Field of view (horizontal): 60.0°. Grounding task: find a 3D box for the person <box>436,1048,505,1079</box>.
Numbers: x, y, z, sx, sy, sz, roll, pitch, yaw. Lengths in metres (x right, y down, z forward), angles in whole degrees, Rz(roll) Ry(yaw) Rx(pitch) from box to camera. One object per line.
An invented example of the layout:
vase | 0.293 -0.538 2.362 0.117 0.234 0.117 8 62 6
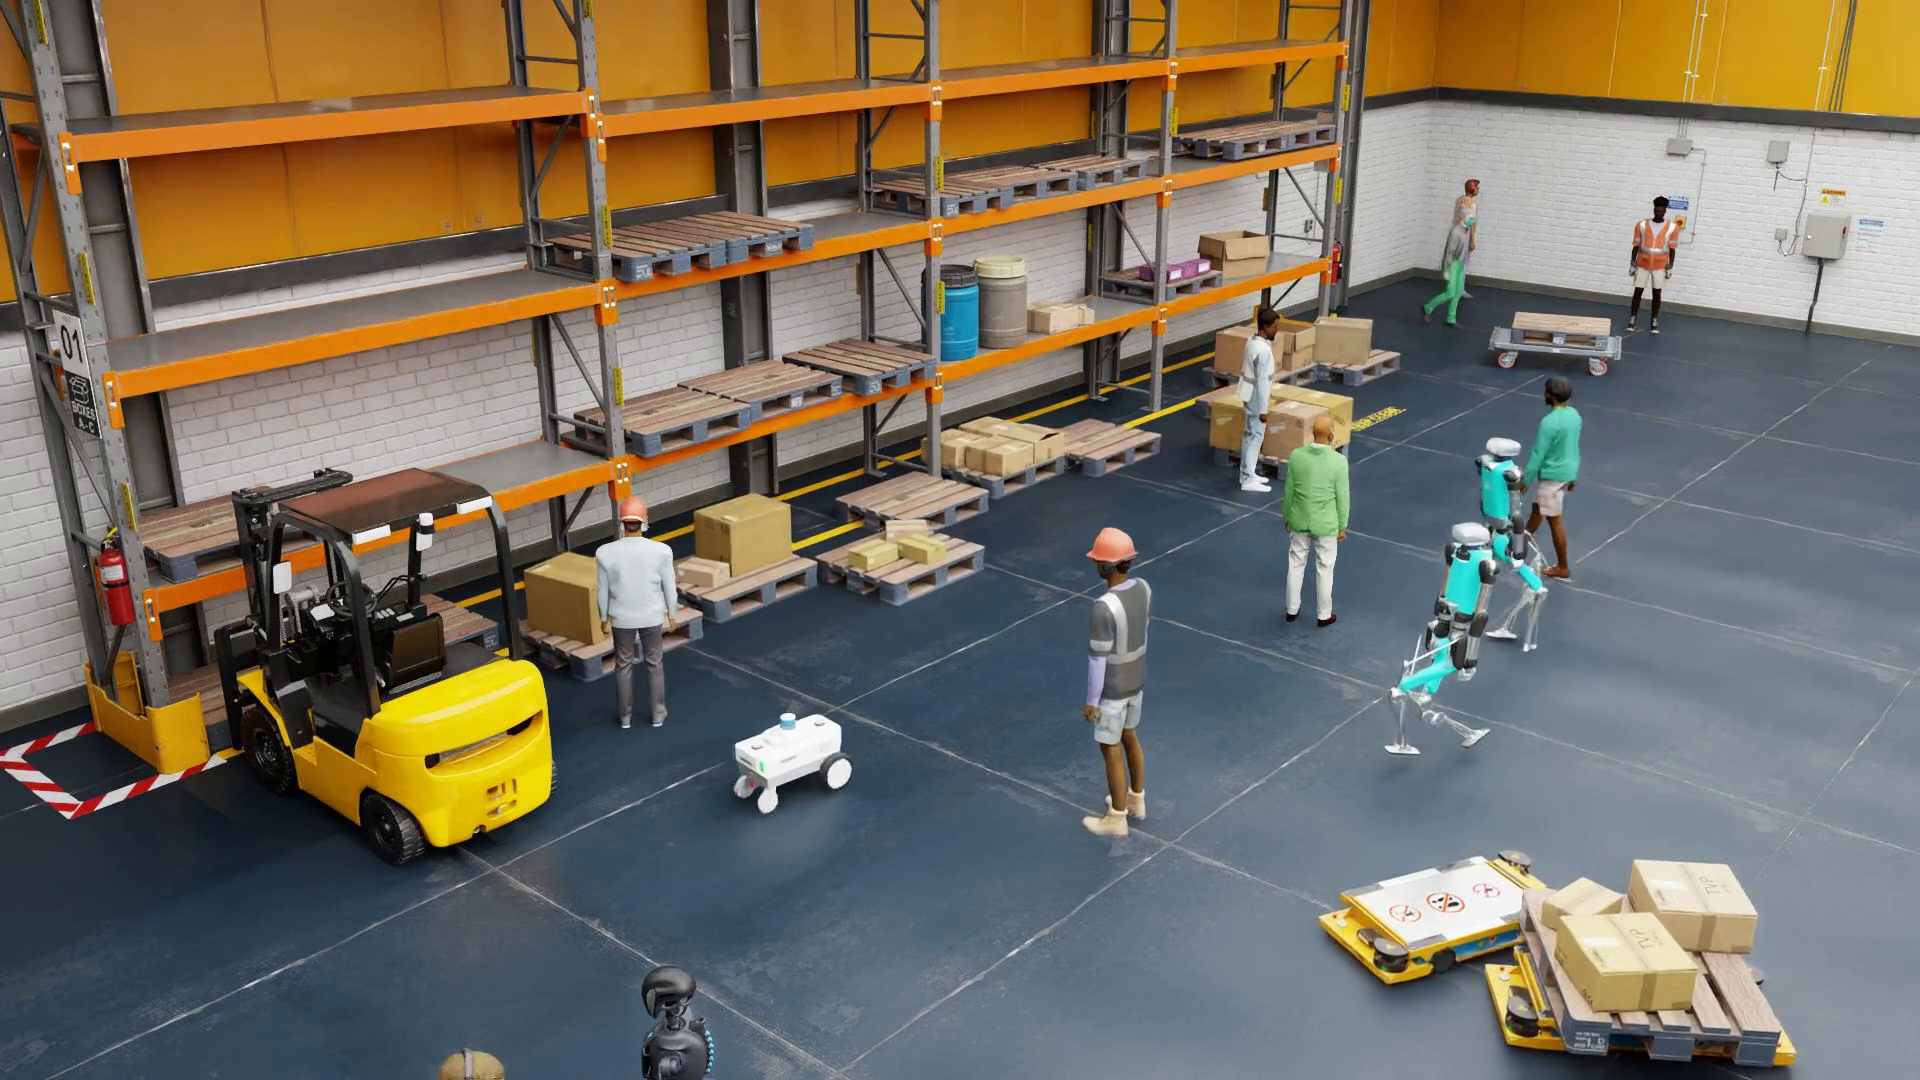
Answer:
person | -1.863 2.667 5.969 0.835 1.911 0.646 -5 21 -13

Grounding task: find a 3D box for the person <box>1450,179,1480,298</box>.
person | 7.891 -4.731 26.092 0.374 1.843 0.567 -4 21 -11

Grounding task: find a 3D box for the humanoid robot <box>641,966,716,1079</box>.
humanoid robot | -1.130 2.466 6.815 0.315 1.657 0.599 -1 20 -2

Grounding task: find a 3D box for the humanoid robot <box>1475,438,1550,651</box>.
humanoid robot | 4.504 0.034 13.356 0.793 1.796 0.559 -6 21 -15

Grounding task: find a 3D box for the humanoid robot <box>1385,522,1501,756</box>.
humanoid robot | 3.241 0.741 11.429 1.041 1.716 0.568 -6 21 -15

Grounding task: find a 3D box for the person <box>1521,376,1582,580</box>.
person | 5.210 -0.586 14.926 0.529 1.806 0.945 -18 27 -39

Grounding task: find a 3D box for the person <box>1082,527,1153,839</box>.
person | 0.977 0.899 10.591 0.444 2.030 0.613 13 24 31

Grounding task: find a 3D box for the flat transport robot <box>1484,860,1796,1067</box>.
flat transport robot | 3.589 2.476 8.842 1.431 0.231 0.659 2 20 6

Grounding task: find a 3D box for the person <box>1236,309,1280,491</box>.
person | 3.053 -1.436 17.085 0.413 1.907 0.597 0 20 0

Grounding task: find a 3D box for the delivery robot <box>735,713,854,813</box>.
delivery robot | -1.141 1.452 11.196 0.793 0.590 0.499 -17 26 -39

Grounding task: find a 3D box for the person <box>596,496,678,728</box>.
person | -2.324 0.524 12.007 0.576 1.737 0.352 -4 21 -10

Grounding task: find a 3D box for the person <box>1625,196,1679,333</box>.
person | 9.902 -3.942 23.802 0.601 1.957 0.378 9 22 24

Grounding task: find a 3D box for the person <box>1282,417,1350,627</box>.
person | 2.942 -0.150 13.775 0.550 1.779 0.384 10 23 26

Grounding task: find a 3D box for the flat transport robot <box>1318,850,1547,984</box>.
flat transport robot | 2.869 2.177 9.654 1.431 0.231 0.659 -9 22 -22

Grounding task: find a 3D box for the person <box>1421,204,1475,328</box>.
person | 7.094 -3.971 24.080 0.592 1.822 0.529 15 25 36

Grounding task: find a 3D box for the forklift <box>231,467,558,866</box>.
forklift | -3.730 0.710 10.856 2.313 2.155 1.214 17 26 38
